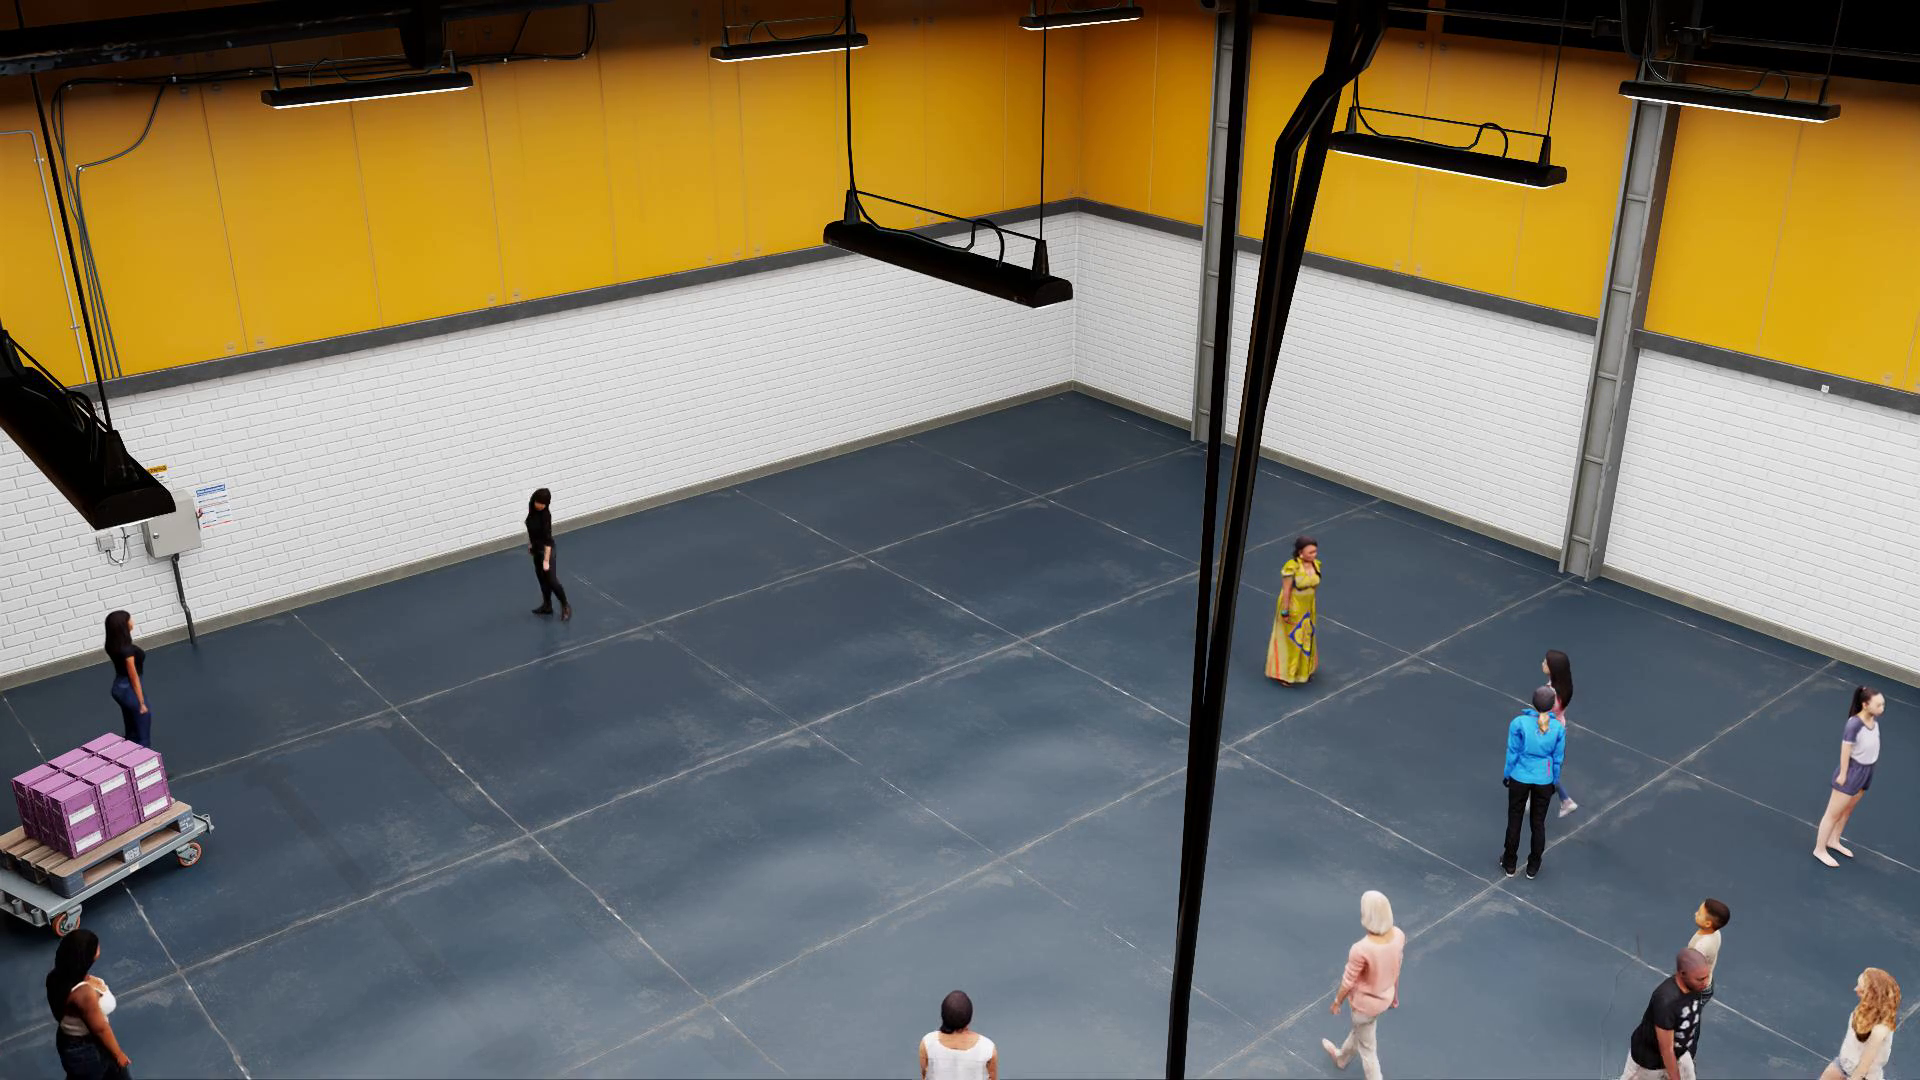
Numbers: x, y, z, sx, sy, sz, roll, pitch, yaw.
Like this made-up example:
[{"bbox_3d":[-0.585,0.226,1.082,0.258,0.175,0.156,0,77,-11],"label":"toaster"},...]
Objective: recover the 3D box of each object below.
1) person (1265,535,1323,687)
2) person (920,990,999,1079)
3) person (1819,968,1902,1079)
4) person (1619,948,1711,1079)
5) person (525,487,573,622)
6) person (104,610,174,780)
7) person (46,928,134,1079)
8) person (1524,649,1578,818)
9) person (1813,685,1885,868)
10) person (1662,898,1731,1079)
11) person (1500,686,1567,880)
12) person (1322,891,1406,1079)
[{"bbox_3d":[3.492,0.706,17.239,0.840,1.655,0.766,-15,28,-31],"label":"person"},{"bbox_3d":[-0.026,3.620,10.554,0.929,1.670,0.975,4,24,9],"label":"person"},{"bbox_3d":[5.910,3.500,10.744,0.768,1.737,0.726,9,25,19],"label":"person"},{"bbox_3d":[4.527,3.389,10.984,0.720,1.749,1.234,-17,29,-34],"label":"person"},{"bbox_3d":[-4.687,0.114,18.651,0.734,1.607,0.503,-11,26,-23],"label":"person"},{"bbox_3d":[-7.695,1.458,15.418,0.513,1.734,0.654,19,30,37],"label":"person"},{"bbox_3d":[-5.837,3.422,10.909,0.697,1.747,1.055,-20,30,-38],"label":"person"},{"bbox_3d":[5.278,1.766,14.722,0.603,1.728,0.781,-19,30,-37],"label":"person"},{"bbox_3d":[7.645,2.003,14.277,0.610,1.650,0.542,-15,28,-31],"label":"person"},{"bbox_3d":[5.235,3.175,11.827,0.605,1.465,0.607,13,27,28],"label":"person"},{"bbox_3d":[4.812,2.038,14.015,0.642,1.795,0.748,7,24,15],"label":"person"},{"bbox_3d":[2.873,3.211,11.456,0.689,1.695,0.974,-14,27,-29],"label":"person"}]
